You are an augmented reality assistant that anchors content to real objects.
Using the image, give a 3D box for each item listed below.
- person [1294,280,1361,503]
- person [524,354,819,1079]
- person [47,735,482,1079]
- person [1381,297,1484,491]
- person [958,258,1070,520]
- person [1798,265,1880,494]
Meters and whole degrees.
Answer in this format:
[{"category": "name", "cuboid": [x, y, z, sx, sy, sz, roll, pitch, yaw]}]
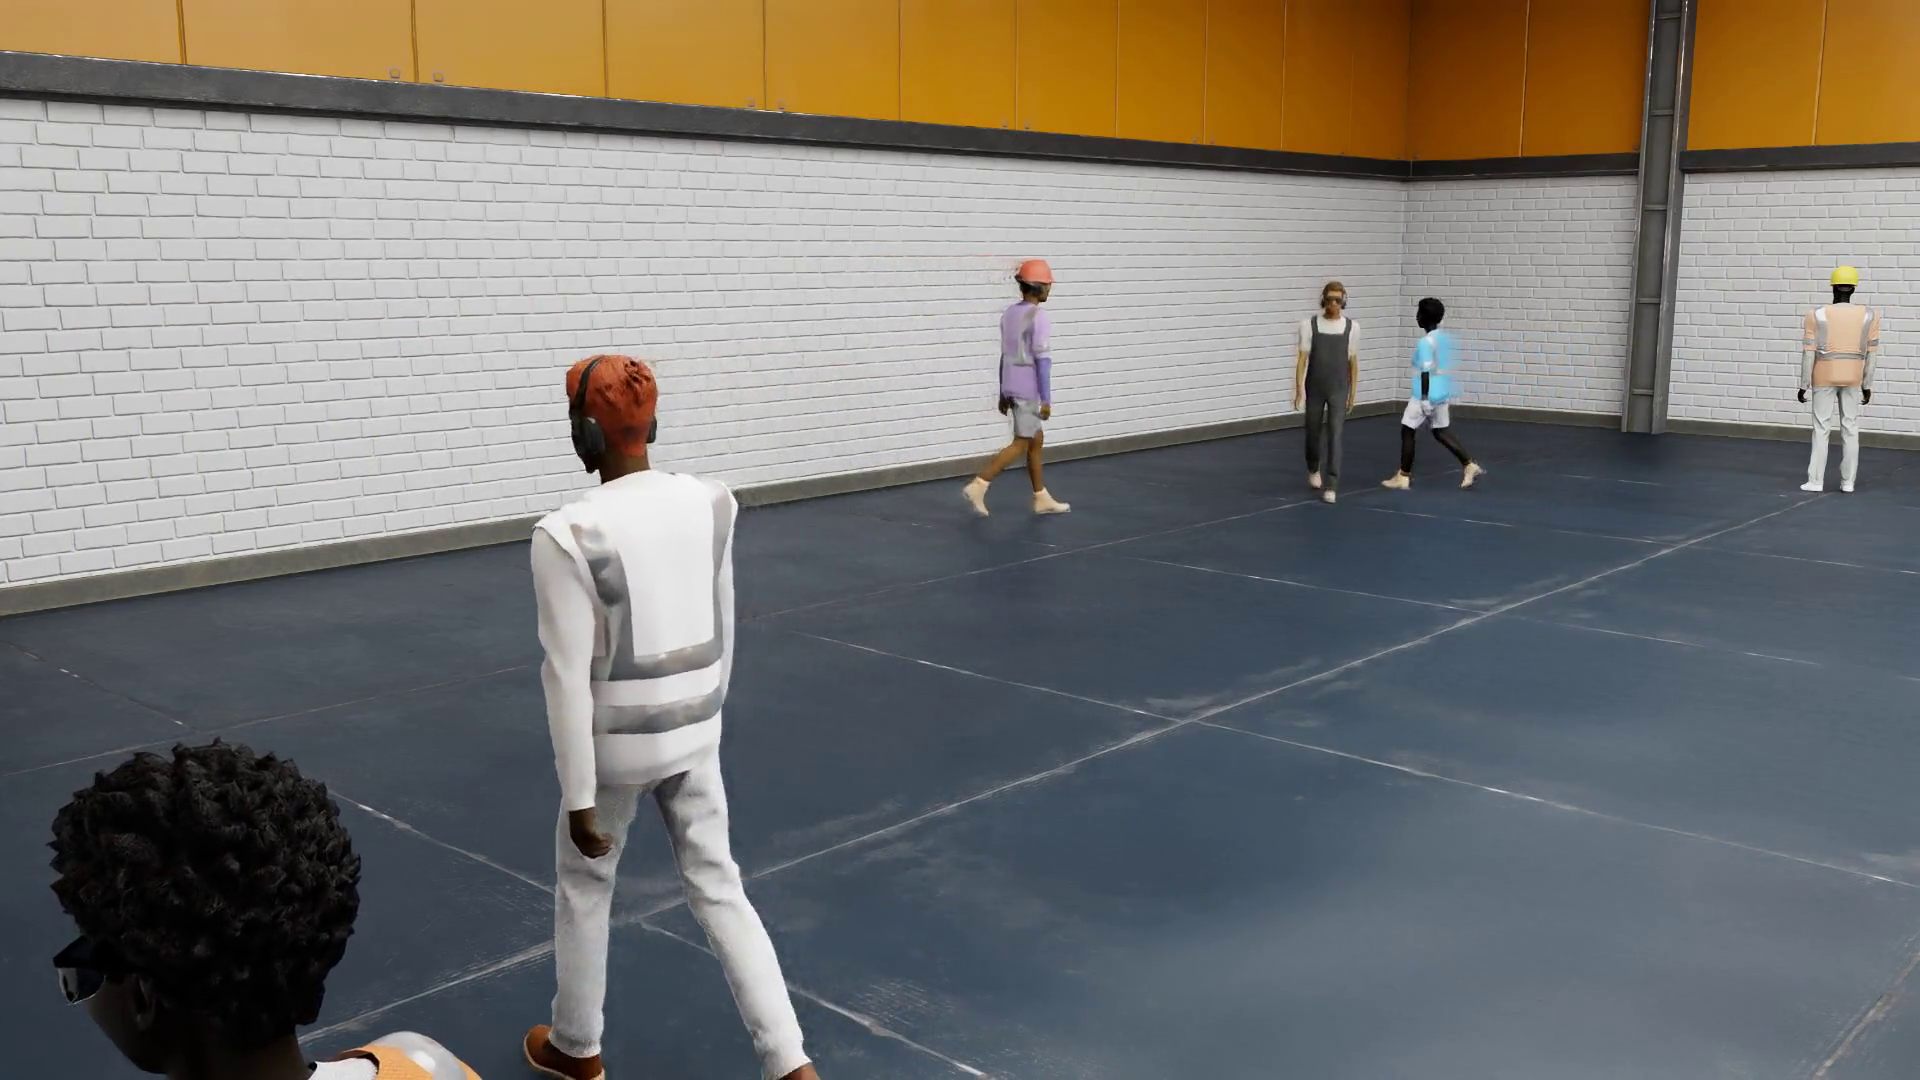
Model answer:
[{"category": "person", "cuboid": [3.056, -1.252, 13.872, 0.518, 1.824, 0.860, 2, 10, 11]}, {"category": "person", "cuboid": [-0.695, 0.488, 3.882, 0.944, 1.849, 0.583, 10, 14, 44]}, {"category": "person", "cuboid": [-0.563, 0.997, 1.403, 0.319, 1.691, 0.535, 3, 10, 15]}, {"category": "person", "cuboid": [4.065, -1.238, 14.183, 0.787, 1.668, 0.531, 8, 13, 39]}, {"category": "person", "cuboid": [0.420, -1.150, 12.752, 0.951, 2.013, 0.619, -5, 11, -24]}, {"category": "person", "cuboid": [7.420, -1.351, 14.099, 0.590, 1.926, 0.388, 2, 10, 12]}]
